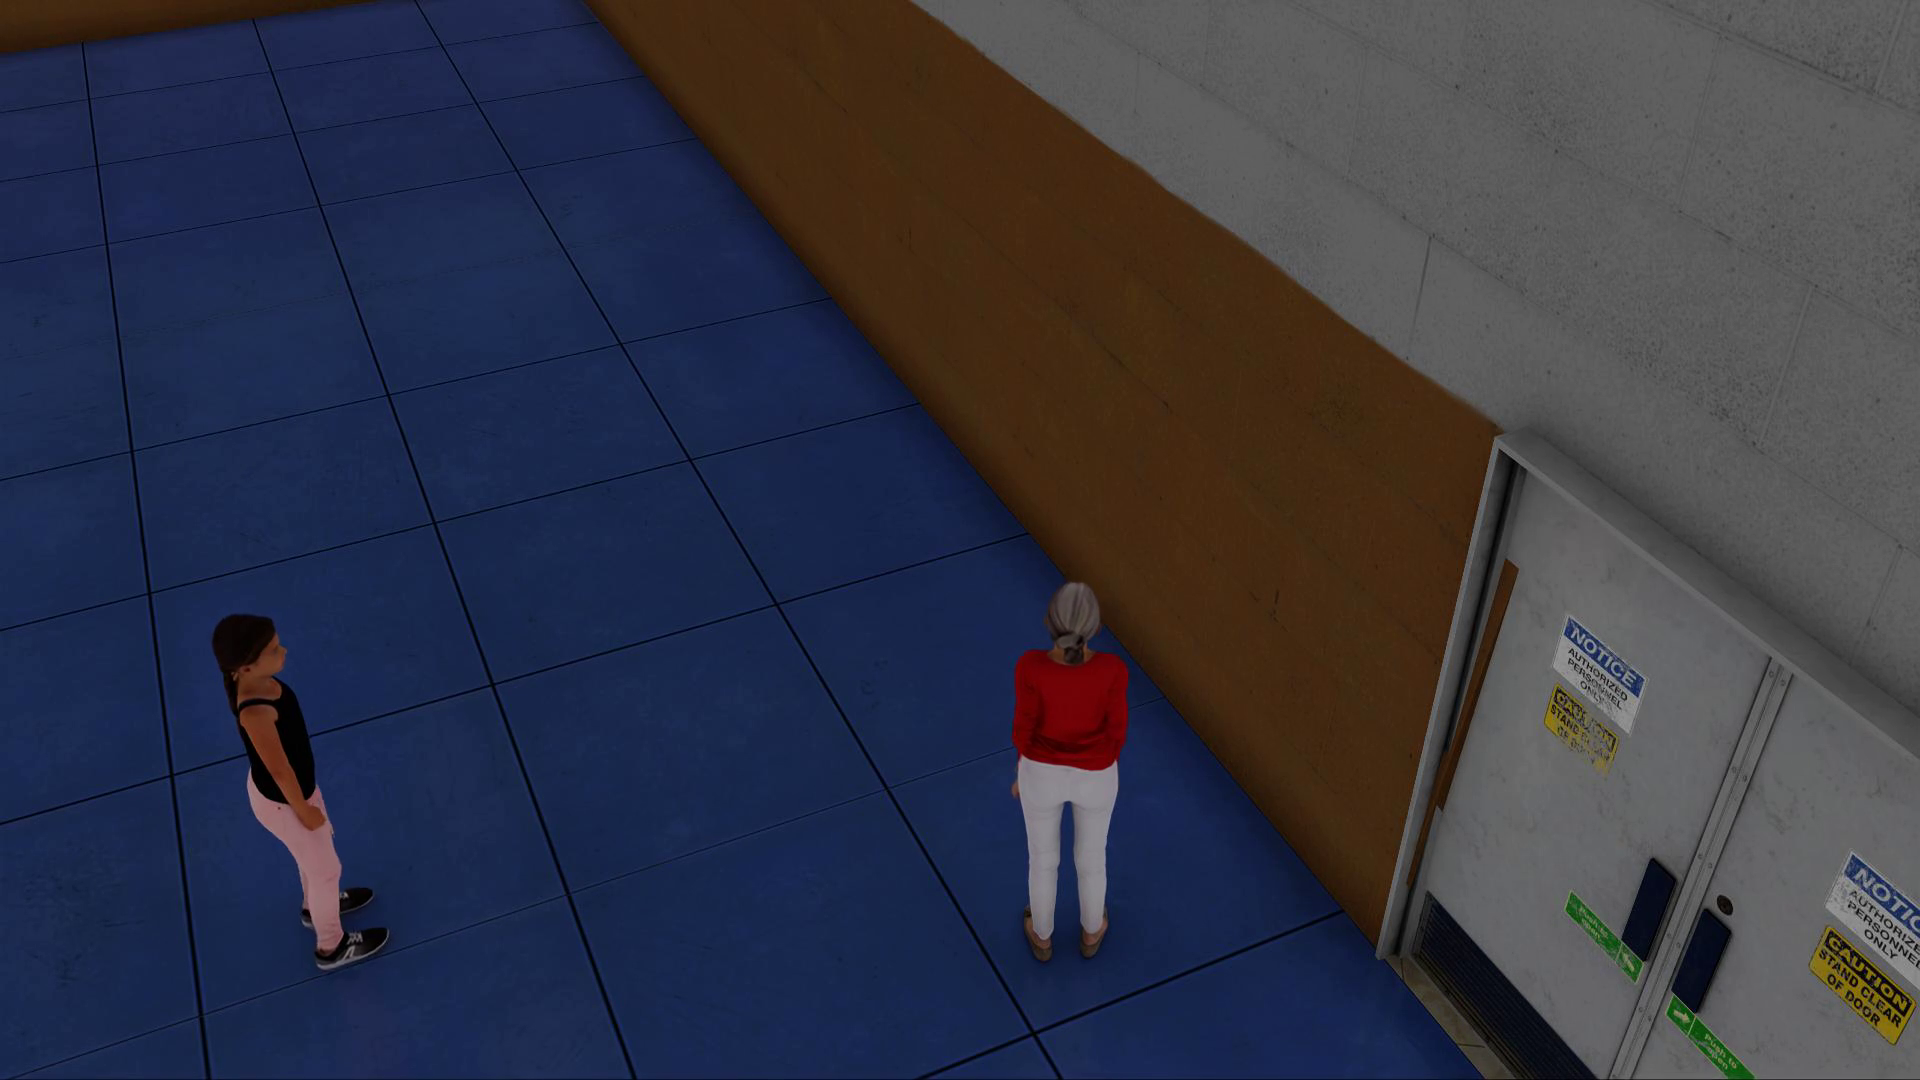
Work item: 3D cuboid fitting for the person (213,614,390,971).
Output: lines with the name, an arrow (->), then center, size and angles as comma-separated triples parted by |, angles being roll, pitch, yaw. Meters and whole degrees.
person -> -2.326, 0.875, 5.760 | 0.508, 1.555, 0.530 | -18, 41, -23

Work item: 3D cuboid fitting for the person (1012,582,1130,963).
person -> 0.371, 0.821, 5.717 | 0.602, 1.693, 0.693 | 1, 37, 1
